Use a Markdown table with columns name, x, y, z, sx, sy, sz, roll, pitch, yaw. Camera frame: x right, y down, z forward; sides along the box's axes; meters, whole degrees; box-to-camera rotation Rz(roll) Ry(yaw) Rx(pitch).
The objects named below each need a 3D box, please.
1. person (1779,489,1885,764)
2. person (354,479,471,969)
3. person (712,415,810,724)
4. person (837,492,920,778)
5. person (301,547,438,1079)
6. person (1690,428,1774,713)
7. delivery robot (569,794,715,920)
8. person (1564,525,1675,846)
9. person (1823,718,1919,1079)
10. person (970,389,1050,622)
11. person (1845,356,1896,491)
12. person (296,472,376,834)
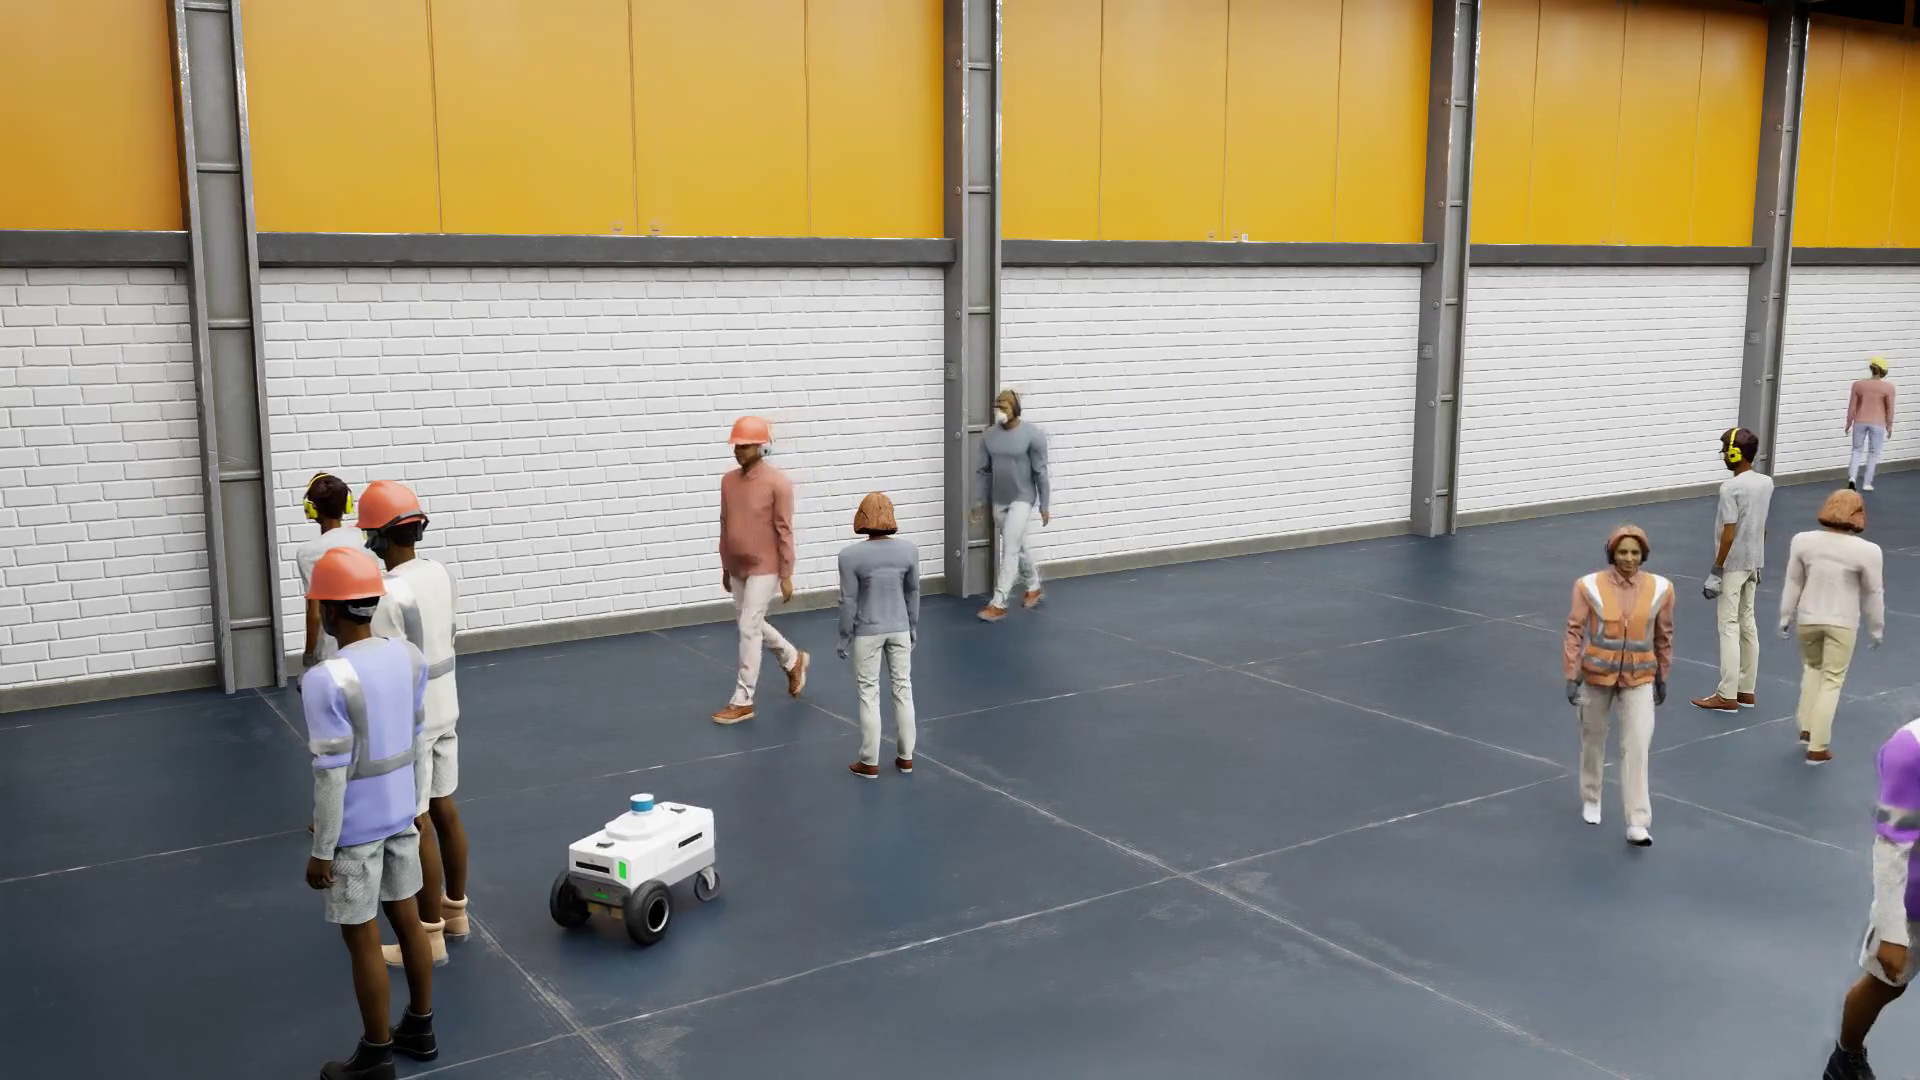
| name | x | y | z | sx | sy | sz | roll | pitch | yaw |
| --- | --- | --- | --- | --- | --- | --- | --- | --- | --- |
| person | 5.126 | 0.499 | 9.755 | 0.503 | 1.615 | 0.531 | -8 | 12 | -41 |
| person | -2.296 | 0.763 | 6.910 | 0.395 | 2.040 | 0.609 | 2 | 10 | 10 |
| person | -1.290 | 0.157 | 10.801 | 0.621 | 1.969 | 0.890 | 8 | 12 | 39 |
| person | -0.462 | 0.540 | 9.473 | 0.499 | 1.634 | 0.285 | -4 | 10 | -25 |
| person | -2.120 | 0.983 | 5.895 | 0.369 | 1.935 | 0.552 | 3 | 10 | 20 |
| person | 5.054 | 0.196 | 10.864 | 0.520 | 1.865 | 0.328 | -6 | 11 | -33 |
| delivery robot | -1.408 | 1.375 | 7.408 | 0.477 | 0.478 | 0.707 | 5 | 11 | 27 |
| person | 3.331 | 0.734 | 8.404 | 0.526 | 1.599 | 0.846 | 2 | 10 | 14 |
| person | 3.120 | 1.130 | 5.299 | 0.551 | 1.848 | 1.077 | 0 | 9 | -1 |
| person | 0.445 | -0.313 | 13.850 | 0.645 | 1.896 | 1.000 | 7 | 12 | 38 |
| person | 11.679 | -1.480 | 21.340 | 0.562 | 1.735 | 0.462 | 9 | 13 | 42 |
| person | -3.170 | 0.604 | 8.499 | 0.425 | 1.868 | 0.559 | 4 | 10 | 24 |
